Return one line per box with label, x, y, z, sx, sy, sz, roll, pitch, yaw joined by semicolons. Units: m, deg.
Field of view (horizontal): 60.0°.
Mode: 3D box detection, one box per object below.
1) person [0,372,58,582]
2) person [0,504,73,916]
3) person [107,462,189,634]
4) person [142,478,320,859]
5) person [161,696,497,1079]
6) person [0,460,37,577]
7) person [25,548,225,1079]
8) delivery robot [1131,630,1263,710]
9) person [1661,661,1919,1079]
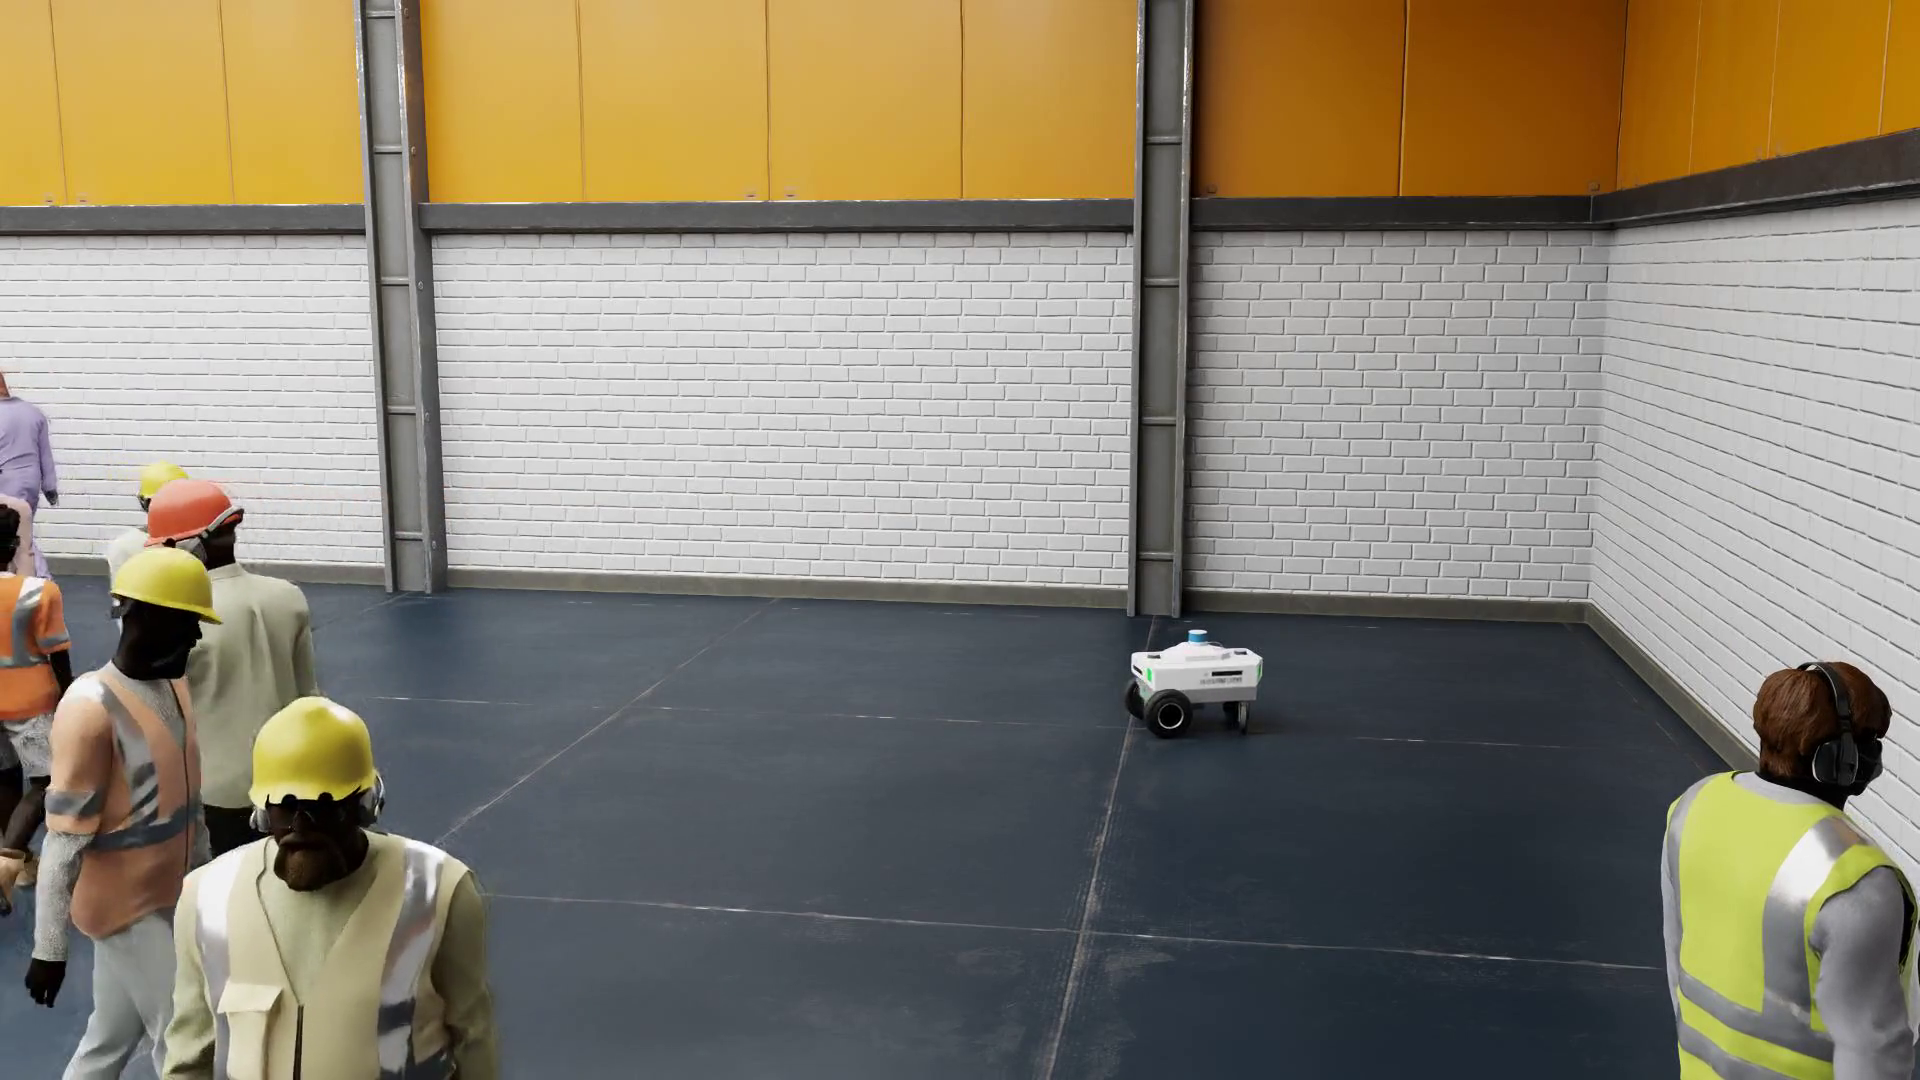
person;-7.398;-0.413;12.994;0.855;1.862;0.650;3;10;16
person;-3.887;0.681;6.738;0.540;1.674;0.697;0;9;0
person;-3.559;0.514;7.604;0.785;1.734;0.521;9;13;44
person;-2.424;0.775;5.343;0.853;1.948;0.611;3;10;20
person;-1.210;1.189;3.181;0.590;1.815;0.605;0;9;-2
person;-5.261;0.297;8.975;0.506;1.728;0.818;-4;10;-24
person;-2.178;0.960;4.498;0.915;1.855;0.674;-1;9;-4
delivery robot;1.350;0.755;9.473;0.707;0.478;0.477;-2;9;-11
person;1.685;1.148;3.380;0.429;1.844;0.622;-2;9;-11
